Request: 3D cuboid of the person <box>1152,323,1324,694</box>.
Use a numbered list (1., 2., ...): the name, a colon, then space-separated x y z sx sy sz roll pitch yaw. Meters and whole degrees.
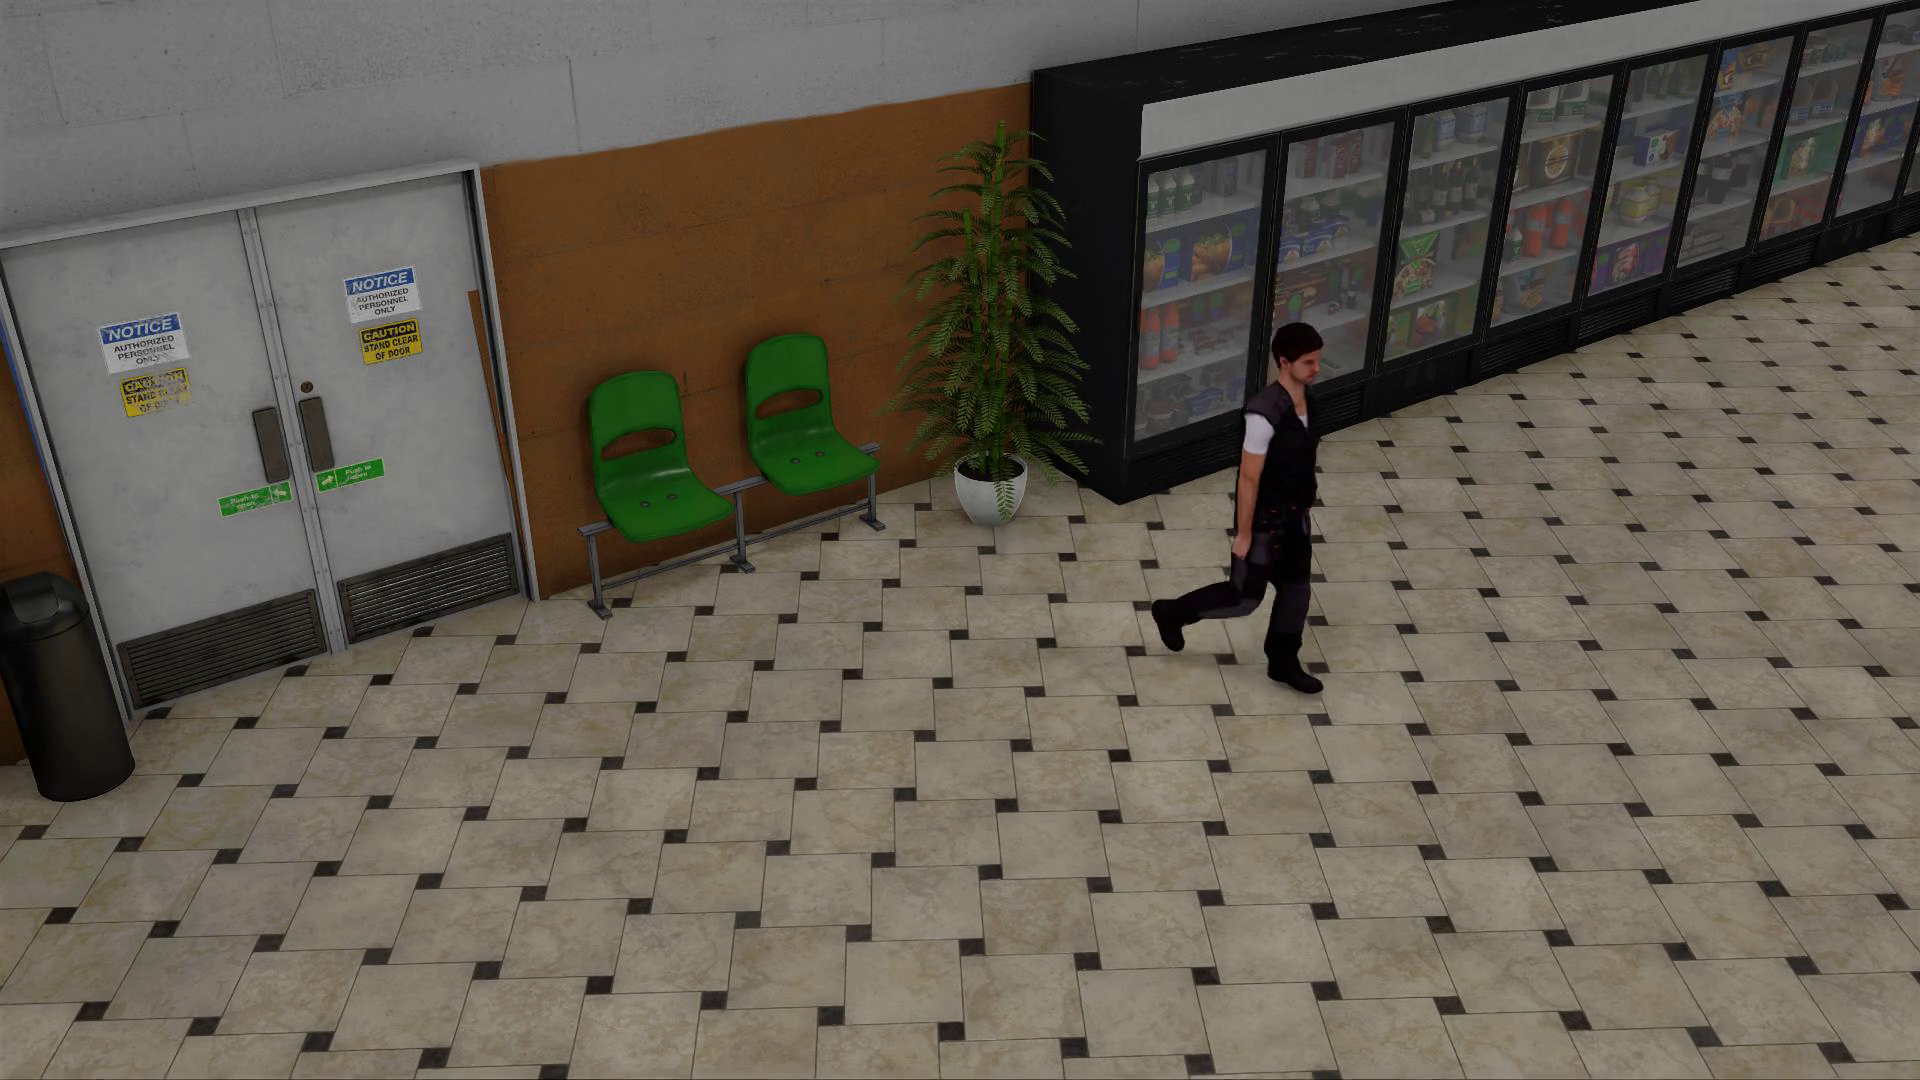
1. person: 1.306 -0.143 7.546 1.161 1.819 0.929 17 33 29
